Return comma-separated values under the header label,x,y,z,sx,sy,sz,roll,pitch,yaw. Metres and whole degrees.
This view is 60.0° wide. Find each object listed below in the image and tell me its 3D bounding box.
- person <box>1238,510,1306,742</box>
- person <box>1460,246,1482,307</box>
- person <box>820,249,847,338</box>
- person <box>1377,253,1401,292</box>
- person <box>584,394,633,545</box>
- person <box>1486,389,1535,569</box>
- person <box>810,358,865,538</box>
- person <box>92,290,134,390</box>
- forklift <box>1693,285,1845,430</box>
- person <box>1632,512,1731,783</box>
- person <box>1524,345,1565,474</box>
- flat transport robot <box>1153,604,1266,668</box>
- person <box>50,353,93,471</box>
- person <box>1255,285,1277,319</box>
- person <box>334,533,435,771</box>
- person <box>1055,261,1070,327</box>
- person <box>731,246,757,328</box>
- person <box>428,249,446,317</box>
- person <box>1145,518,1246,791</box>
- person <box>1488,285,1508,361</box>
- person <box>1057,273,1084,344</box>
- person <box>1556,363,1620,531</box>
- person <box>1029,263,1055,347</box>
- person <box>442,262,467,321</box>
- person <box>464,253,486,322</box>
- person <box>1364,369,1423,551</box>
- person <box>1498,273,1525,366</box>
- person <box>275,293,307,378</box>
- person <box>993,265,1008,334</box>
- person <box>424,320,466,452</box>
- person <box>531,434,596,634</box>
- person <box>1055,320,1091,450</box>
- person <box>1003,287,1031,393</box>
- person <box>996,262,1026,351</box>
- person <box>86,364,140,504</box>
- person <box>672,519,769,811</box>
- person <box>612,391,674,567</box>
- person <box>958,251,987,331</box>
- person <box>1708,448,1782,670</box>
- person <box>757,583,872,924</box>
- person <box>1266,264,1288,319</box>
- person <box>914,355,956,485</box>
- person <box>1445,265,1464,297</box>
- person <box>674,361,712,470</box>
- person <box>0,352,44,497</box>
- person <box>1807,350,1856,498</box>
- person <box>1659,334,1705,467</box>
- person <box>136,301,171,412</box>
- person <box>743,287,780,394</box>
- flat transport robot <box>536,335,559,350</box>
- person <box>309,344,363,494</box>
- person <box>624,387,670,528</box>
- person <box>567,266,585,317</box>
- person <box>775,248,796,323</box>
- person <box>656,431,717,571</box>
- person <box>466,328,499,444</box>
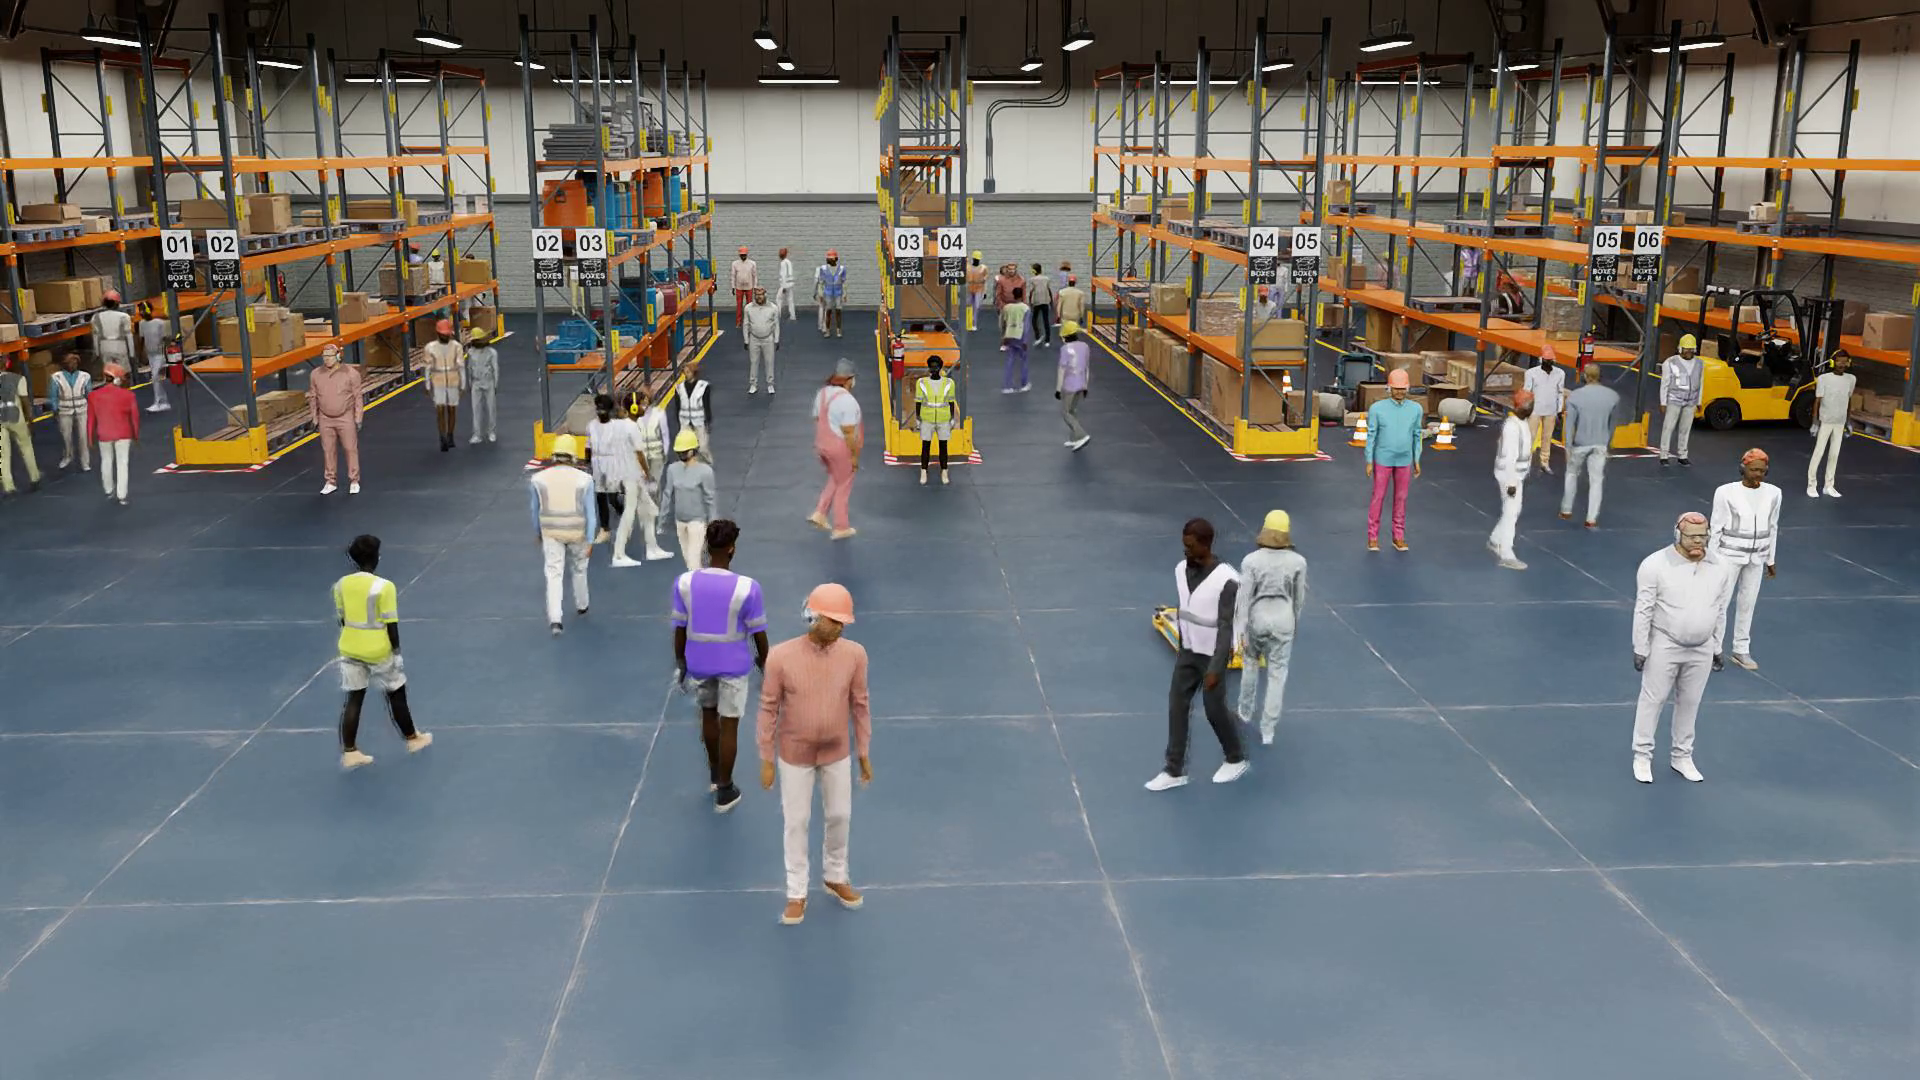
label,x,y,z,sx,sy,sz,roll,pitch,yaw
person,2.311,0.602,12.433,0.490,1.701,0.805,1,13,5
person,13.439,-6.980,43.834,0.614,2.041,0.390,-1,13,-3
person,-2.908,-5.638,38.171,0.624,2.037,0.416,-1,13,-3
person,10.834,-6.373,41.913,0.541,1.731,0.805,-4,14,-15
person,-3.895,-0.781,18.338,0.559,1.693,0.375,7,15,27
person,5.781,-0.662,17.466,0.510,1.870,0.696,9,16,32
person,-1.328,-1.036,18.657,0.545,2.000,0.723,-10,17,-38
person,-13.970,-3.102,27.470,0.640,2.013,0.500,-4,14,-15
forklift,12.503,-2.886,26.166,2.313,2.155,1.214,-1,13,-3
person,4.951,0.740,11.422,0.651,1.906,0.403,-1,13,-3
person,7.812,-1.744,22.272,0.572,1.749,0.341,-1,13,-3
flat transport robot,2.160,0.828,14.550,0.652,0.197,1.431,-1,13,-6
person,-12.057,-1.752,22.606,0.533,1.609,0.564,-9,16,-32
person,5.793,-4.018,31.906,0.572,1.749,0.341,-1,13,-3
person,-4.131,0.775,11.791,0.590,1.650,0.767,6,15,24
person,2.507,-6.006,40.628,0.406,1.604,0.538,-3,14,-12
person,-5.228,-6.123,40.311,0.622,1.990,0.396,-1,13,-3
person,-13.472,-6.625,42.925,0.533,1.767,0.325,-1,13,-3
person,1.655,0.770,11.330,0.775,1.889,0.609,-9,16,-33
person,10.820,-4.284,33.318,0.516,1.614,0.437,-5,14,-19
person,2.318,-4.714,34.878,0.589,1.735,0.428,-2,13,-7
person,7.247,-1.103,19.244,0.638,1.898,0.916,1,13,5
person,1.808,-5.173,36.640,0.680,1.825,0.623,-3,14,-14
person,-12.069,-5.828,39.663,0.505,1.719,0.678,5,14,21
person,-11.675,-5.932,39.826,0.633,1.841,0.429,-1,13,-3
person,4.697,-0.861,18.012,0.622,1.992,0.395,-1,13,-3
person,10.330,-3.942,30.990,0.658,2.023,0.523,-8,15,-29
person,-12.921,-3.925,31.822,0.519,1.601,0.770,4,14,15
person,1.028,-5.671,39.191,0.526,1.624,0.635,-2,13,-8
person,-7.410,-2.225,24.027,0.567,1.883,0.959,-6,15,-24
person,-3.595,-0.064,15.117,0.587,1.781,0.977,-2,13,-7
person,1.686,-2.225,24.035,0.594,1.893,0.625,11,17,39
person,1.023,-3.585,29.824,0.614,1.868,0.898,8,15,30
person,1.110,-5.013,35.798,0.651,1.904,0.403,-1,13,-3
person,-10.473,-1.320,20.609,0.579,1.689,0.785,-4,14,-16
person,-1.546,0.790,11.122,0.620,1.940,0.738,3,14,12
person,-3.319,-0.635,17.397,0.808,1.841,0.535,-4,14,-18
person,0.300,-5.966,39.850,0.708,1.900,0.571,2,13,9
person,6.542,0.162,13.915,0.583,1.882,0.337,-1,13,-3
person,-0.831,1.189,9.422,0.670,1.966,0.502,-5,14,-22
person,7.795,-6.145,40.889,0.533,1.767,0.325,-1,13,-3
person,-0.321,-1.557,21.600,0.540,1.695,0.317,-1,13,-3
person,11.774,-5.840,39.720,0.900,1.710,0.569,-9,16,-35
person,-3.449,-1.525,21.621,0.531,1.622,0.568,3,14,11
person,-12.011,-1.482,21.101,0.636,1.776,0.966,-2,13,-10
person,10.915,-1.456,20.803,0.532,1.868,0.310,-1,13,-3
person,9.892,-1.905,22.785,0.599,1.830,0.404,-1,13,-3
person,-13.349,-2.997,27.394,0.573,1.834,0.765,4,14,17
person,-3.533,-3.549,29.592,0.651,1.906,0.403,-1,13,-3
flat transport robot,-8.931,-4.321,36.363,0.652,0.197,1.431,-3,14,-14
person,-7.871,-1.520,20.994,0.651,1.906,0.403,-1,13,-3
person,-3.656,-1.002,19.454,0.512,1.602,0.824,-3,14,-12
person,-9.900,-6.719,43.156,0.570,1.840,0.372,-1,13,-3
person,-4.474,-6.358,41.585,0.825,1.853,0.614,3,14,13
person,-2.584,-0.146,15.518,0.544,1.746,0.652,8,16,32
person,-7.065,-2.264,24.582,0.499,1.708,0.828,0,13,-2
